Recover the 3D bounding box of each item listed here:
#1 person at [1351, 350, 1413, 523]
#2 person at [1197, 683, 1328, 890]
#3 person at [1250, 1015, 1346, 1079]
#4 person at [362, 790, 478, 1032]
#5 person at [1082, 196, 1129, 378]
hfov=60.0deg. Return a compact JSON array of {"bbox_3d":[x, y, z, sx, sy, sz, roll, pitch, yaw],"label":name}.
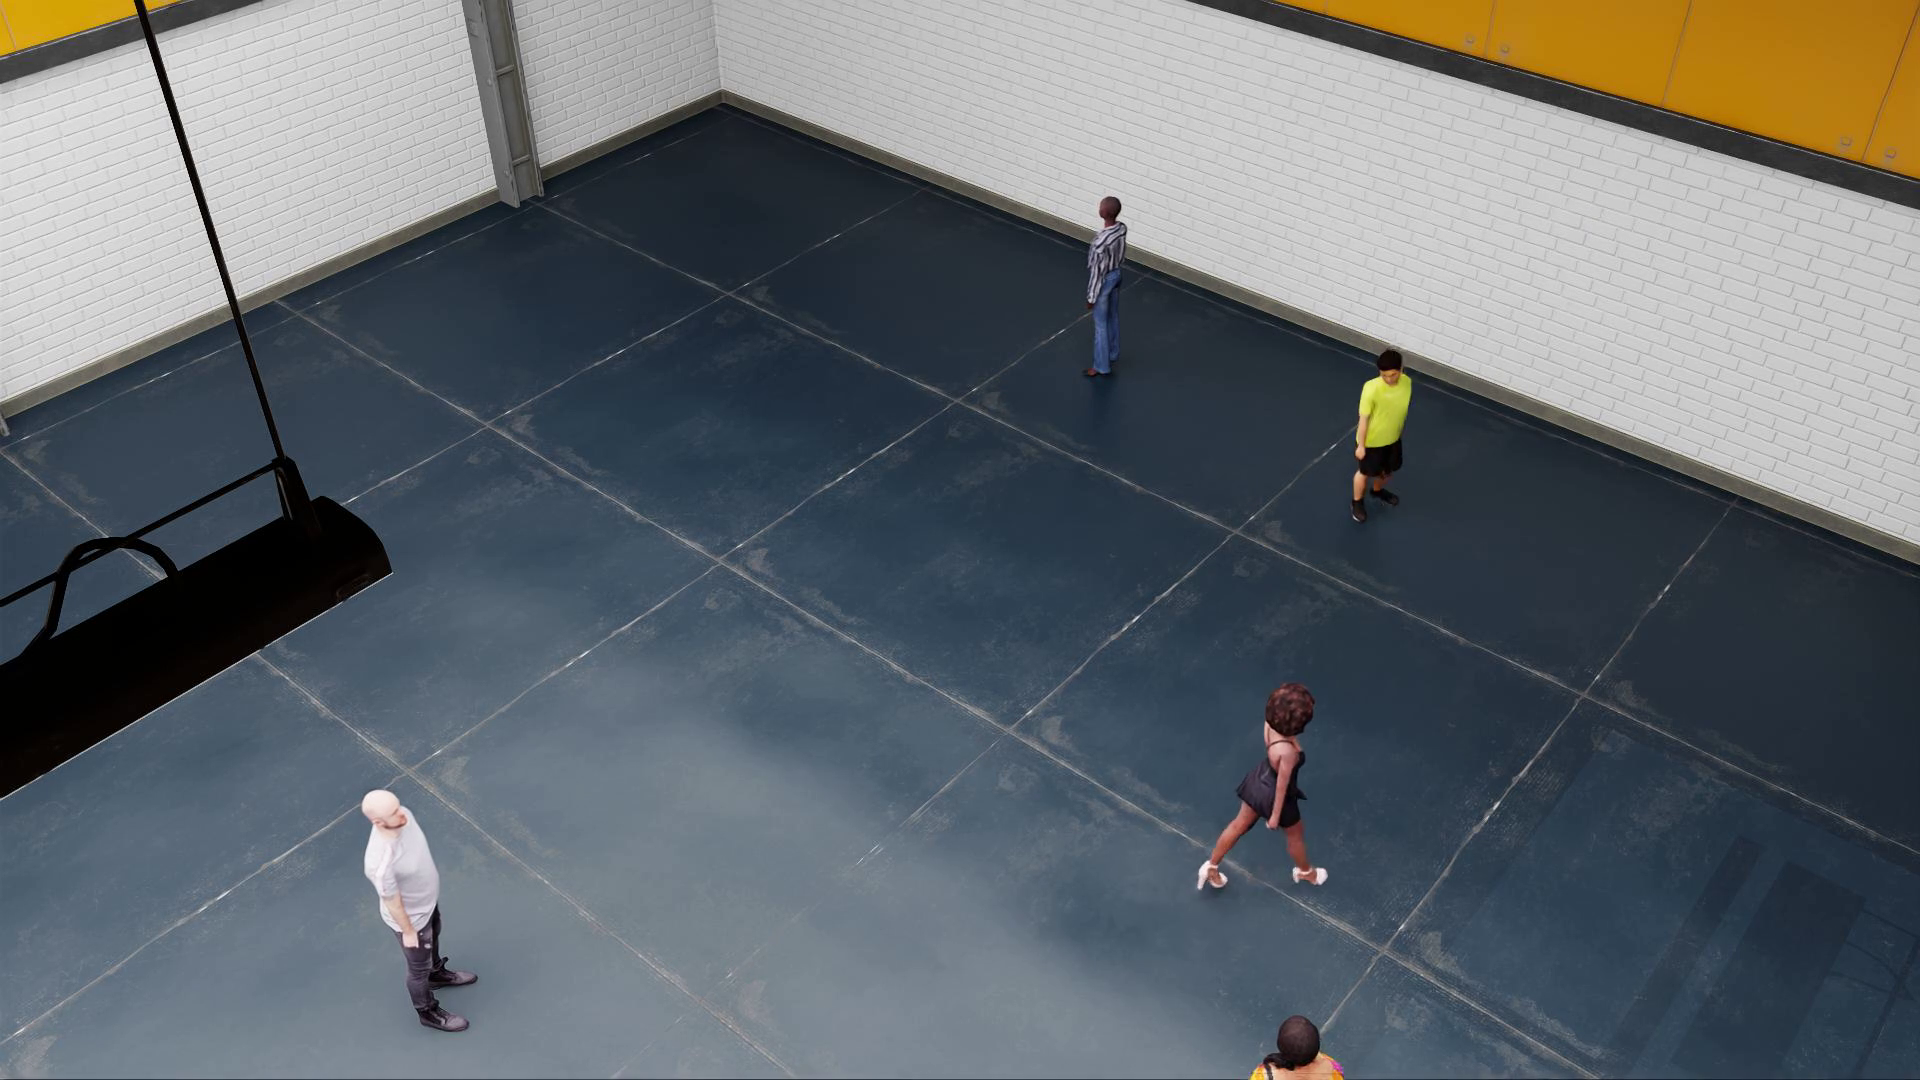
[{"bbox_3d":[3.363,-0.877,13.364,0.766,1.666,0.912,-26,46,-29],"label":"person"},{"bbox_3d":[1.828,1.582,10.223,1.121,1.743,0.957,-9,39,-11],"label":"person"},{"bbox_3d":[1.677,3.026,8.479,0.837,1.663,0.896,-8,39,-10],"label":"person"},{"bbox_3d":[-3.140,2.083,9.524,0.813,1.832,0.743,-1,39,-2],"label":"person"},{"bbox_3d":[1.323,-2.290,15.029,0.712,1.796,0.511,21,43,24],"label":"person"}]
